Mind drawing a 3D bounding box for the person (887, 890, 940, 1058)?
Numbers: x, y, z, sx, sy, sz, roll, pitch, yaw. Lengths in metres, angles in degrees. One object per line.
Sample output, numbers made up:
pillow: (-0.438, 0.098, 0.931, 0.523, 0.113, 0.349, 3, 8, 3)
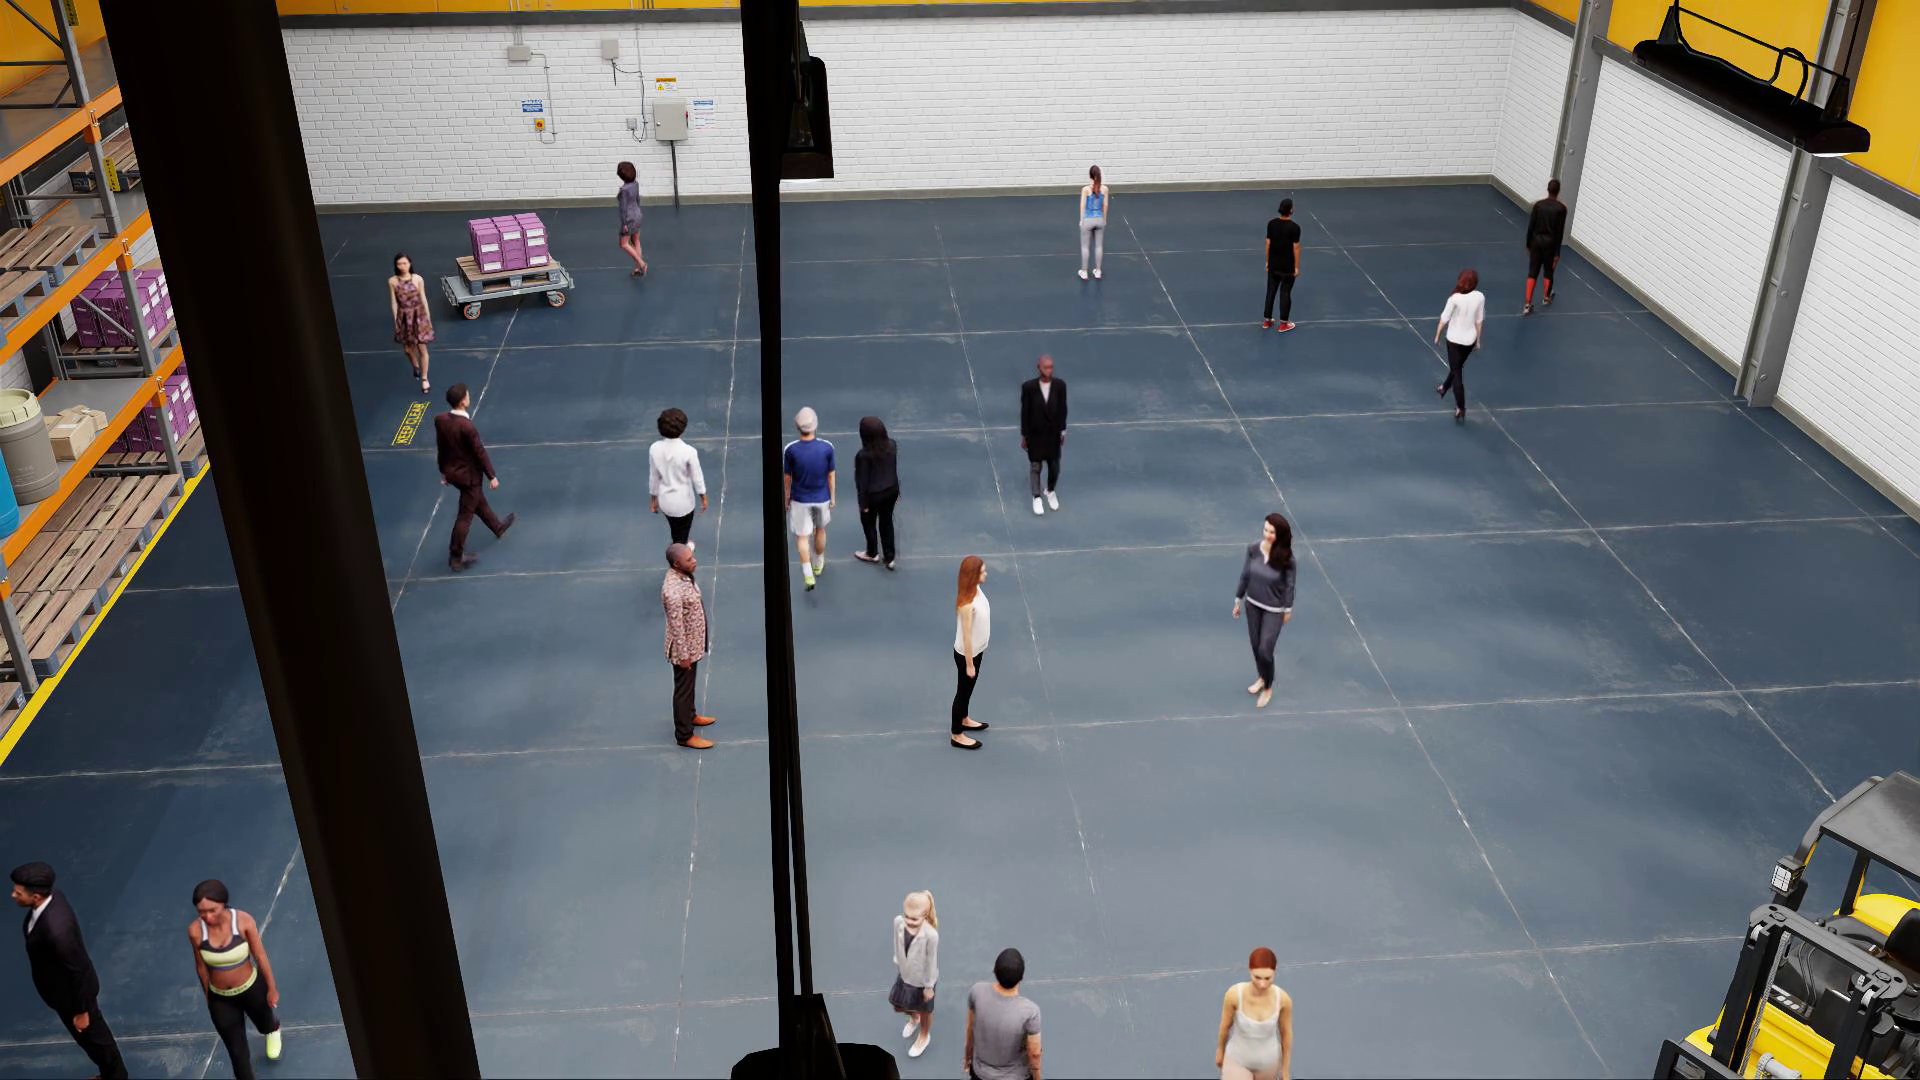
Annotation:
person: (-0.236, 2.721, 10.597, 0.622, 1.267, 0.679, 18, 34, 30)

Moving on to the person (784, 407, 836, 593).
person: (-1.396, -0.354, 15.660, 0.721, 1.816, 1.066, -6, 29, -10)

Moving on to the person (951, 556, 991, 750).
person: (0.062, 0.895, 13.473, 0.676, 1.719, 0.533, 5, 29, 9)

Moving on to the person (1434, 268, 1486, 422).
person: (5.787, -2.206, 19.140, 0.642, 1.737, 1.135, -3, 29, -6)

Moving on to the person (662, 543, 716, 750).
person: (-2.243, 0.825, 13.509, 0.758, 1.808, 0.519, -1, 29, -2)

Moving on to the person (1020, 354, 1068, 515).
person: (0.836, -1.127, 17.146, 0.633, 1.751, 0.610, -2, 29, -4)

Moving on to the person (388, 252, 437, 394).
person: (-6.521, -2.607, 19.847, 0.705, 1.763, 0.787, -8, 30, -15)

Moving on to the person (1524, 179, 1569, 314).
person: (7.765, -3.897, 22.192, 1.016, 1.781, 1.118, 18, 34, 30)

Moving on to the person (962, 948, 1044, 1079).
person: (0.205, 3.060, 9.478, 0.840, 1.743, 0.942, 11, 31, 20)

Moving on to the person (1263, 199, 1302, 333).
person: (4.188, -3.582, 21.639, 0.729, 1.758, 0.778, 19, 34, 31)

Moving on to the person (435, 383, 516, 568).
person: (-4.839, -0.580, 16.077, 1.162, 1.814, 1.292, 17, 33, 28)

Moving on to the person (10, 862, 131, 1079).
person: (-5.334, 2.687, 10.018, 0.837, 1.882, 0.687, -18, 33, -30)

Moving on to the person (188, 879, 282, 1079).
person: (-4.371, 2.715, 10.134, 0.710, 1.722, 1.135, -8, 30, -15)

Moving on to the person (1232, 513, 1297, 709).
person: (2.628, 0.528, 14.110, 0.774, 1.752, 0.833, 21, 35, 34)

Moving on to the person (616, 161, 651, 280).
person: (-4.536, -4.454, 23.309, 0.838, 1.690, 0.771, 13, 31, 23)

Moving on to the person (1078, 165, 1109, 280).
person: (1.869, -4.482, 23.445, 0.594, 1.608, 0.592, -8, 30, -15)

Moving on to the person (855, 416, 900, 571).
person: (-0.763, -0.431, 16.034, 0.856, 1.594, 0.910, -24, 37, -37)

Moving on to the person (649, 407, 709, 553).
person: (-2.702, -0.353, 15.695, 0.855, 1.783, 1.065, 6, 29, 11)

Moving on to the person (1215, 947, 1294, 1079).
person: (1.710, 2.996, 9.747, 0.638, 1.598, 1.065, 1, 29, 2)
